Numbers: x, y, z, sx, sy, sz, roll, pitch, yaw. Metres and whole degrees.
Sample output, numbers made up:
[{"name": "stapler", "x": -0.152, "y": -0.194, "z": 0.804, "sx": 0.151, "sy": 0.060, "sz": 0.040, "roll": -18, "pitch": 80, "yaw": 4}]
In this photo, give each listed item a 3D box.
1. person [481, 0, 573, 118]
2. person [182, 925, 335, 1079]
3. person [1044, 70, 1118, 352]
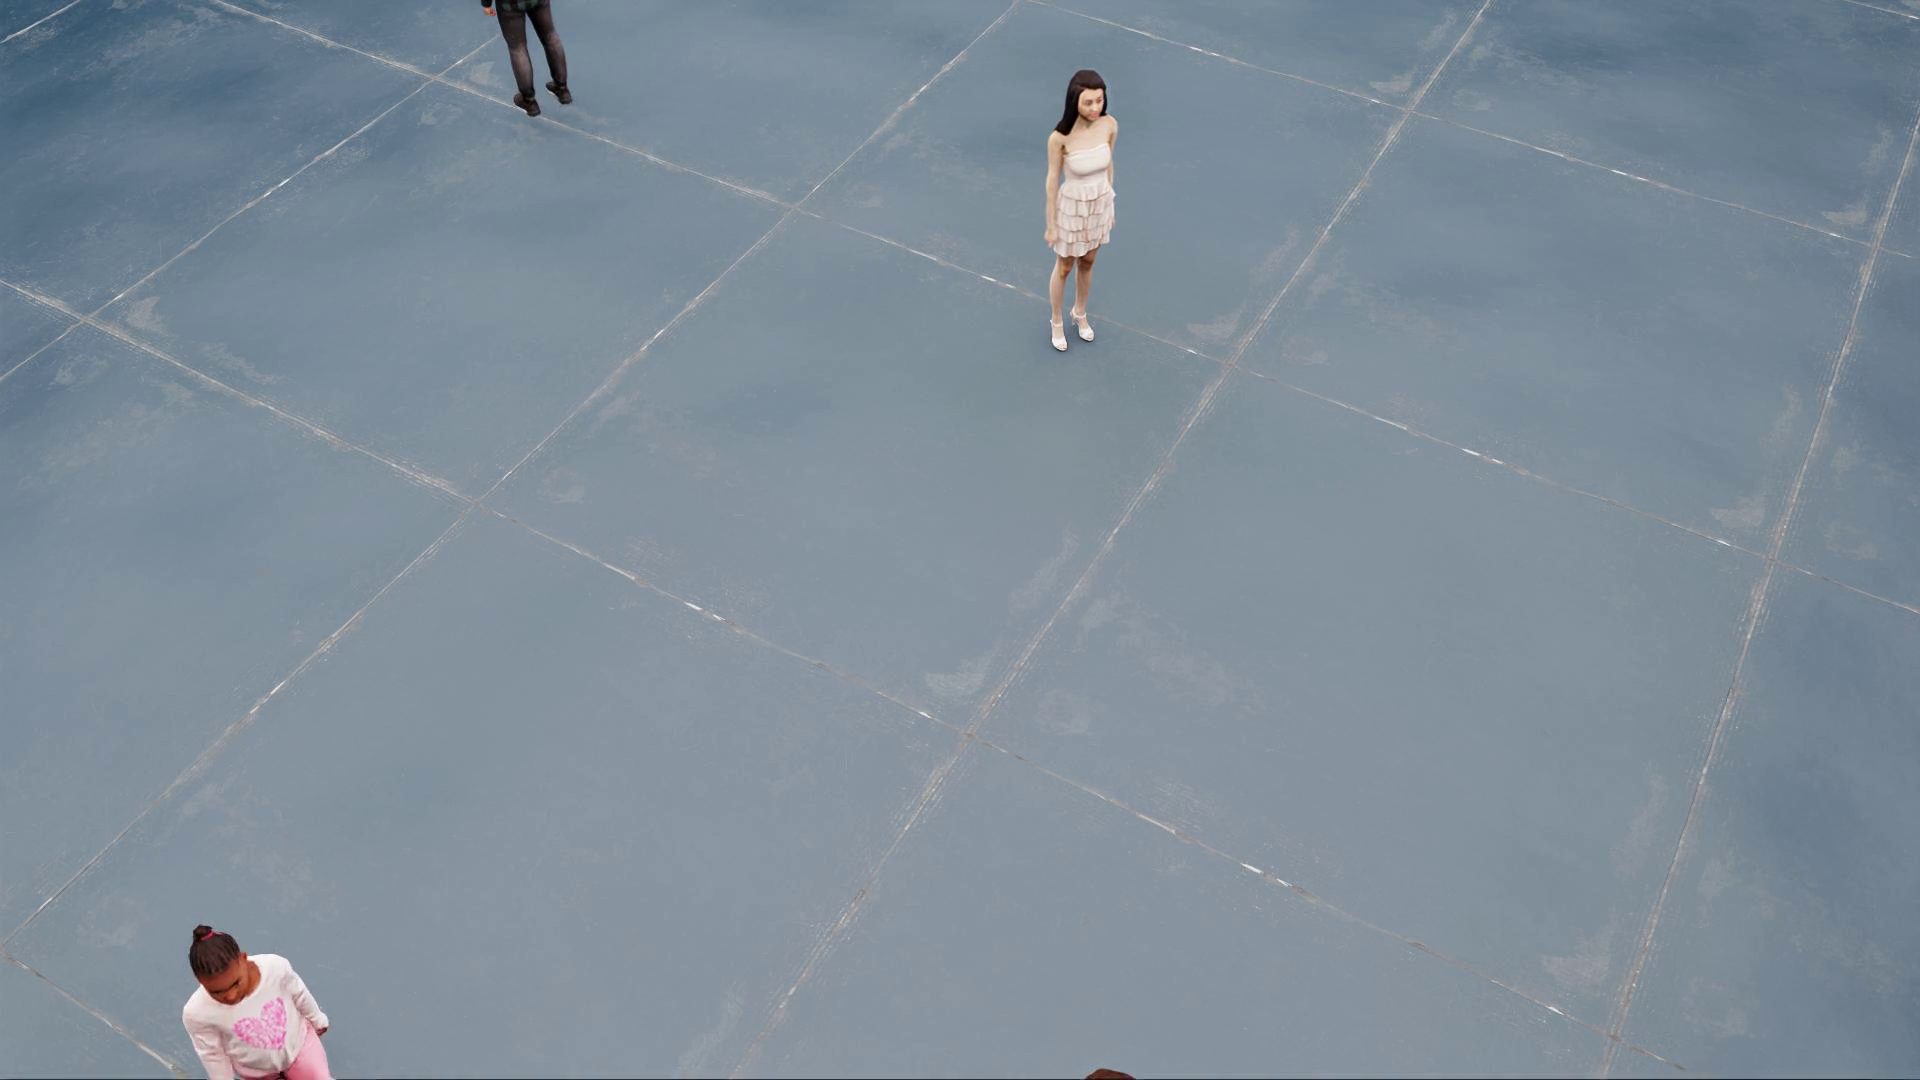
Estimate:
[{"name": "person", "x": -2.756, "y": -3.450, "z": 10.357, "sx": 0.743, "sy": 1.712, "sz": 0.688, "roll": -29, "pitch": 54, "yaw": -24}, {"name": "person", "x": -2.510, "y": 1.760, "z": 5.973, "sx": 0.842, "sy": 1.420, "sz": 1.082, "roll": -27, "pitch": 53, "yaw": -23}, {"name": "person", "x": 0.647, "y": -1.773, "z": 9.025, "sx": 0.657, "sy": 1.736, "sz": 0.684, "roll": -20, "pitch": 51, "yaw": -18}]
